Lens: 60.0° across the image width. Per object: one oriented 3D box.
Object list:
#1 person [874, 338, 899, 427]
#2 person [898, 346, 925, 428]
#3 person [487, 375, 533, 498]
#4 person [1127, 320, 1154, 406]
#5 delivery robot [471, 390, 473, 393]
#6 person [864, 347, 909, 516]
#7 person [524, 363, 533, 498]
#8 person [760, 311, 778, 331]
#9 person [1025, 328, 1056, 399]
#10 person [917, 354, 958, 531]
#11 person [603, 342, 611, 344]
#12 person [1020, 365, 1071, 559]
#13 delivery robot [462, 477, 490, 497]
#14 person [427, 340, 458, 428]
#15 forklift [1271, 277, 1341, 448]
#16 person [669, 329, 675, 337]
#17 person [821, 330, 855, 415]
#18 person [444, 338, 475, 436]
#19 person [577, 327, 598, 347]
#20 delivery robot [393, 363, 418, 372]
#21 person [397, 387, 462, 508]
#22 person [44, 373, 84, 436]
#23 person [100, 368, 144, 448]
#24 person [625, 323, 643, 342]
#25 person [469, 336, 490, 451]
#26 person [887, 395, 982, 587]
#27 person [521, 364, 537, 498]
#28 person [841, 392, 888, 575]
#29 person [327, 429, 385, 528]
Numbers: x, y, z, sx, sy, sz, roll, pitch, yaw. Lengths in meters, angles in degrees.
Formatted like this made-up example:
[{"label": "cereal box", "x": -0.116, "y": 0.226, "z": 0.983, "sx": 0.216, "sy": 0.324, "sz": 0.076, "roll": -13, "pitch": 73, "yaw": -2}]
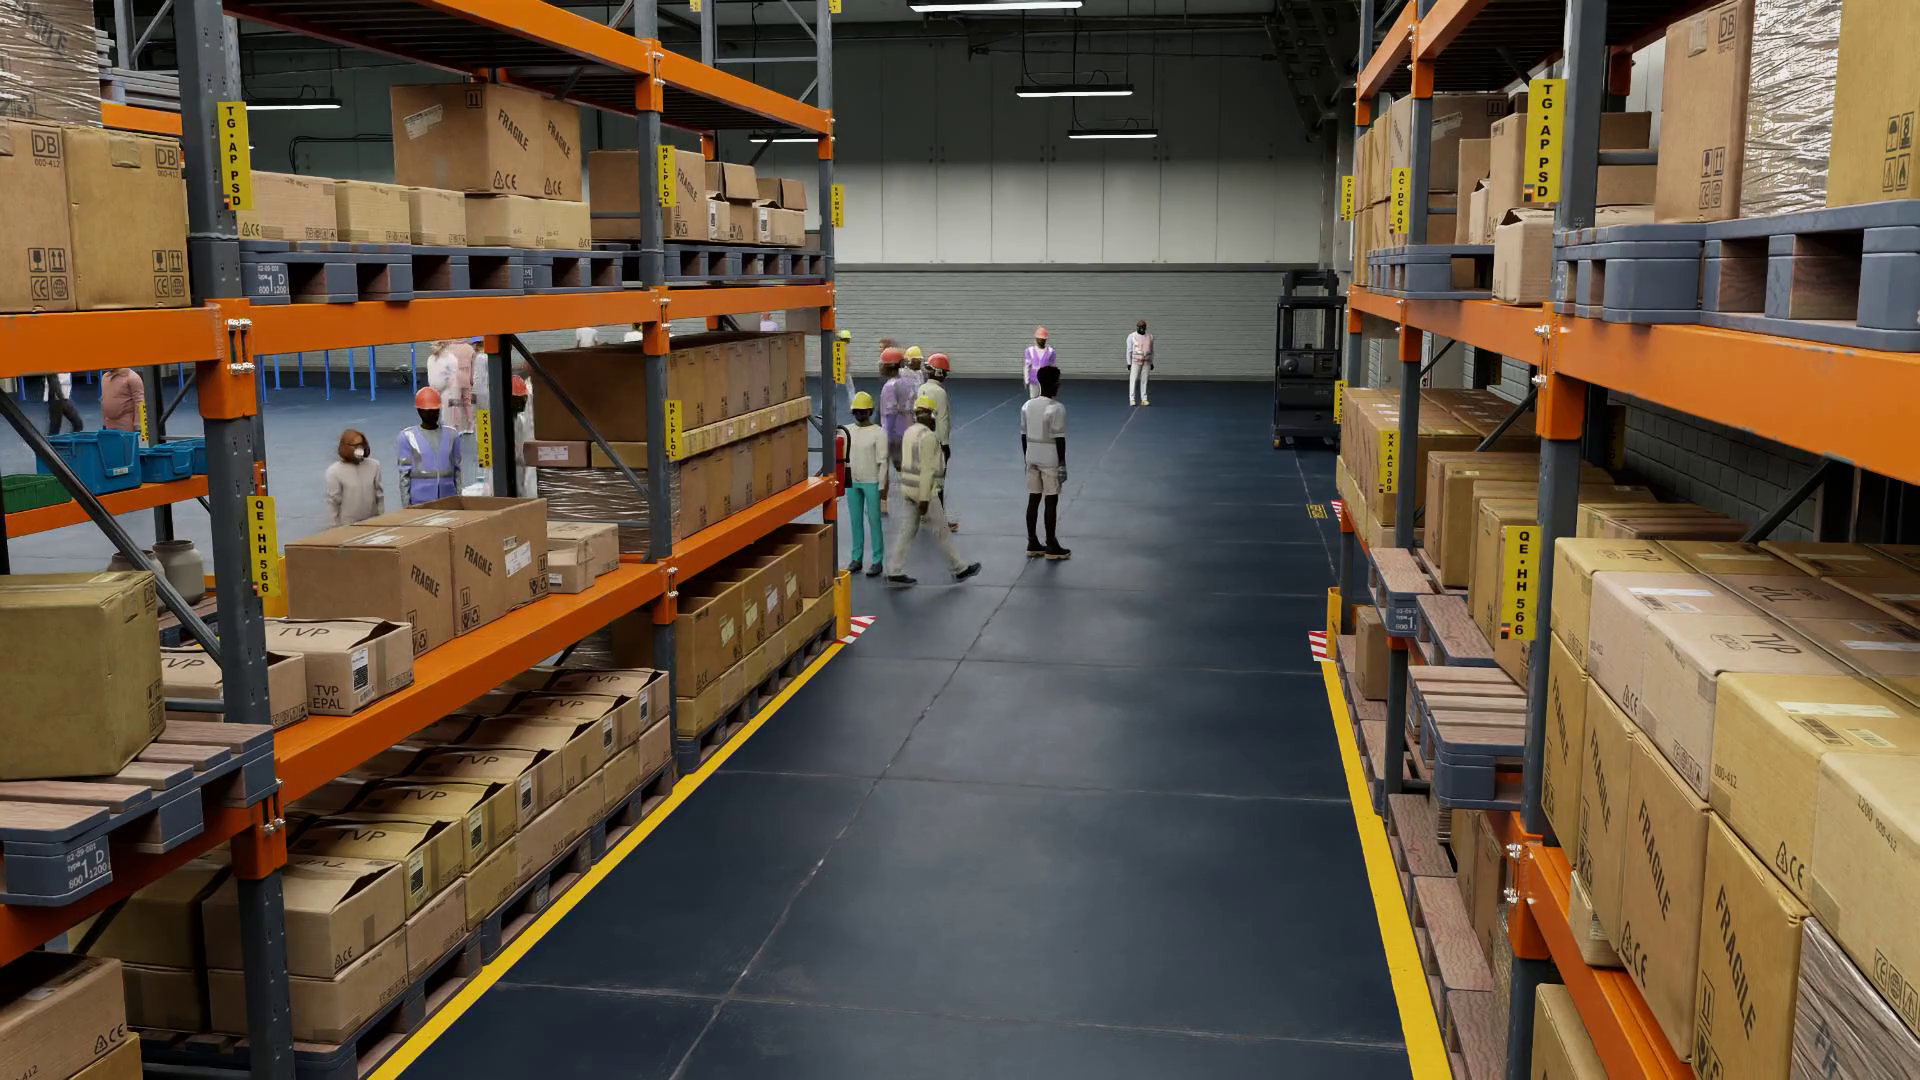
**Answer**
[{"label": "person", "x": -1.160, "y": -2.471, "z": 27.828, "sx": 0.932, "sy": 1.804, "sz": 0.515, "roll": -6, "pitch": 11, "yaw": -35}, {"label": "person", "x": -0.696, "y": -1.904, "z": 24.223, "sx": 0.403, "sy": 1.825, "sz": 0.594, "roll": 5, "pitch": 11, "yaw": 29}, {"label": "person", "x": -4.153, "y": -0.512, "z": 15.162, "sx": 1.058, "sy": 1.994, "sz": 0.626, "roll": 2, "pitch": 9, "yaw": 13}, {"label": "person", "x": 3.929, "y": -3.844, "z": 36.141, "sx": 0.633, "sy": 1.842, "sz": 0.429, "roll": -3, "pitch": 10, "yaw": -17}, {"label": "delivery robot", "x": -11.259, "y": -3.659, "z": 38.796, "sx": 0.477, "sy": 0.478, "sz": 0.707, "roll": -1, "pitch": 9, "yaw": -6}, {"label": "person", "x": -0.721, "y": -1.288, "z": 19.829, "sx": 0.845, "sy": 2.024, "sz": 0.616, "roll": 4, "pitch": 10, "yaw": 21}, {"label": "person", "x": -5.265, "y": -1.371, "z": 20.884, "sx": 0.429, "sy": 1.845, "sz": 0.625, "roll": -6, "pitch": 11, "yaw": -32}, {"label": "person", "x": -4.925, "y": -4.916, "z": 42.530, "sx": 0.651, "sy": 1.912, "sz": 0.409, "roll": 0, "pitch": 9, "yaw": 3}, {"label": "person", "x": 1.455, "y": -2.899, "z": 30.172, "sx": 0.546, "sy": 1.898, "sz": 0.980, "roll": 1, "pitch": 9, "yaw": 6}, {"label": "person", "x": -0.270, "y": -1.112, "z": 18.832, "sx": 0.386, "sy": 1.989, "sz": 0.608, "roll": -5, "pitch": 10, "yaw": -28}, {"label": "person", "x": -6.170, "y": -2.626, "z": 29.121, "sx": 0.553, "sy": 1.677, "sz": 0.507, "roll": 0, "pitch": 9, "yaw": -2}, {"label": "person", "x": 0.873, "y": -0.805, "z": 17.006, "sx": 0.373, "sy": 1.966, "sz": 0.607, "roll": -7, "pitch": 12, "yaw": -38}, {"label": "delivery robot", "x": -5.532, "y": -0.488, "z": 19.239, "sx": 0.707, "sy": 0.478, "sz": 0.477, "roll": -5, "pitch": 10, "yaw": -26}, {"label": "person", "x": -8.283, "y": -2.309, "z": 26.544, "sx": 0.647, "sy": 1.893, "sz": 0.420, "roll": 5, "pitch": 11, "yaw": 29}, {"label": "forklift", "x": 5.847, "y": -3.016, "z": 27.970, "sx": 1.129, "sy": 2.768, "sz": 1.873, "roll": 1, "pitch": 9, "yaw": 9}, {"label": "person", "x": -7.191, "y": -4.505, "z": 40.816, "sx": 0.522, "sy": 1.645, "sz": 0.305, "roll": 2, "pitch": 9, "yaw": 11}, {"label": "person", "x": -2.405, "y": -3.387, "z": 33.680, "sx": 0.905, "sy": 1.726, "sz": 0.520, "roll": -6, "pitch": 11, "yaw": -32}, {"label": "person", "x": -8.924, "y": -2.812, "z": 29.574, "sx": 0.407, "sy": 1.906, "sz": 0.655, "roll": 6, "pitch": 11, "yaw": 33}, {"label": "person", "x": -8.997, "y": -4.492, "z": 40.132, "sx": 0.522, "sy": 1.839, "sz": 0.753, "roll": -2, "pitch": 9, "yaw": -11}, {"label": "delivery robot", "x": -14.360, "y": -4.477, "z": 43.042, "sx": 0.698, "sy": 0.223, "sz": 0.335, "roll": 4, "pitch": 10, "yaw": 24}, {"label": "person", "x": -4.519, "y": -0.348, "z": 14.278, "sx": 0.552, "sy": 1.937, "sz": 0.356, "roll": -7, "pitch": 12, "yaw": -37}, {"label": "person", "x": -13.481, "y": -2.087, "z": 25.159, "sx": 0.851, "sy": 1.884, "sz": 0.593, "roll": 0, "pitch": 9, "yaw": 0}, {"label": "person", "x": -10.973, "y": -1.542, "z": 21.738, "sx": 0.648, "sy": 1.907, "sz": 0.401, "roll": 4, "pitch": 10, "yaw": 21}, {"label": "person", "x": -7.336, "y": -4.069, "z": 37.637, "sx": 0.483, "sy": 1.806, "sz": 1.012, "roll": 0, "pitch": 9, "yaw": 1}, {"label": "person", "x": -7.716, "y": -2.392, "z": 26.928, "sx": 0.445, "sy": 1.925, "sz": 0.604, "roll": -3, "pitch": 10, "yaw": -18}, {"label": "person", "x": -0.272, "y": -0.451, "z": 15.441, "sx": 0.929, "sy": 1.763, "sz": 0.627, "roll": -4, "pitch": 10, "yaw": -23}, {"label": "person", "x": -5.158, "y": -1.245, "z": 20.040, "sx": 0.533, "sy": 1.865, "sz": 0.615, "roll": 1, "pitch": 9, "yaw": 5}, {"label": "person", "x": -0.933, "y": -0.551, "z": 16.072, "sx": 0.525, "sy": 1.768, "sz": 0.328, "roll": 5, "pitch": 11, "yaw": 30}, {"label": "person", "x": -4.983, "y": -0.120, "z": 13.829, "sx": 0.347, "sy": 1.619, "sz": 0.530, "roll": 7, "pitch": 12, "yaw": 38}]
